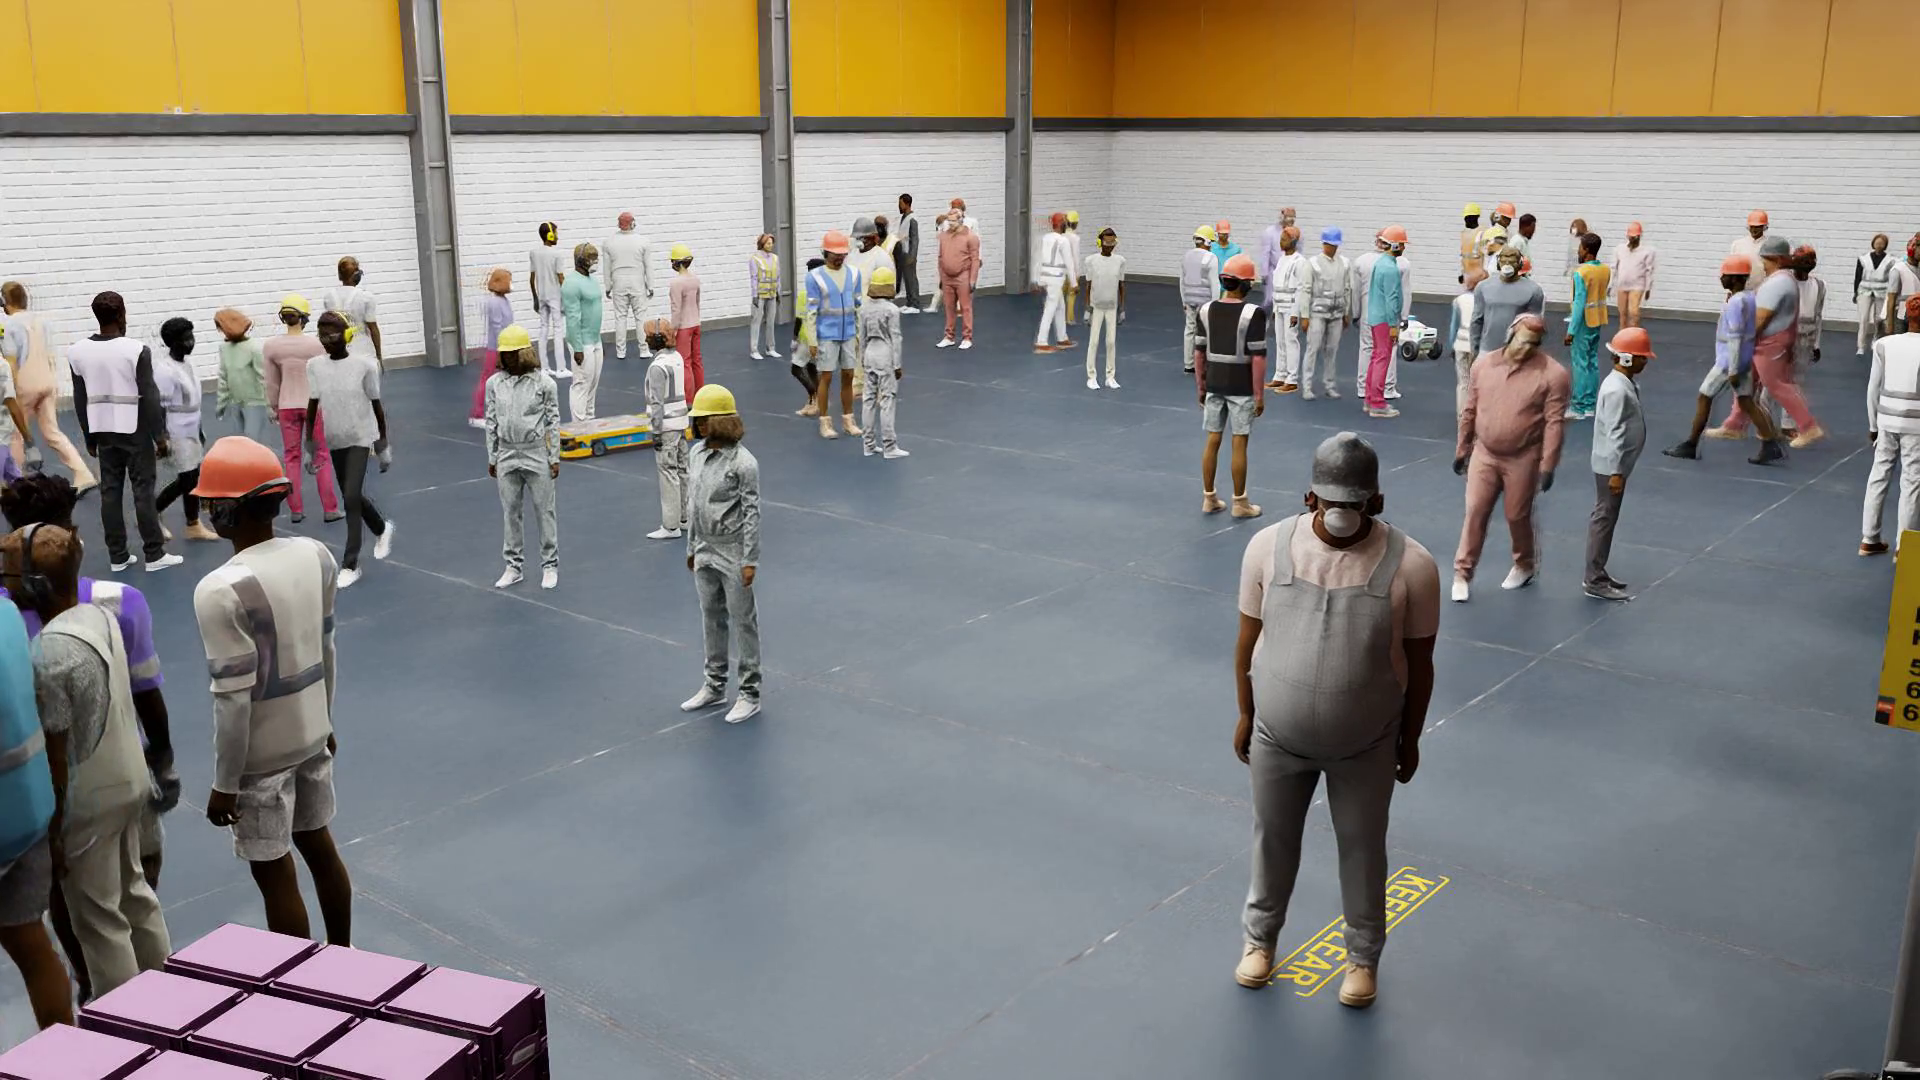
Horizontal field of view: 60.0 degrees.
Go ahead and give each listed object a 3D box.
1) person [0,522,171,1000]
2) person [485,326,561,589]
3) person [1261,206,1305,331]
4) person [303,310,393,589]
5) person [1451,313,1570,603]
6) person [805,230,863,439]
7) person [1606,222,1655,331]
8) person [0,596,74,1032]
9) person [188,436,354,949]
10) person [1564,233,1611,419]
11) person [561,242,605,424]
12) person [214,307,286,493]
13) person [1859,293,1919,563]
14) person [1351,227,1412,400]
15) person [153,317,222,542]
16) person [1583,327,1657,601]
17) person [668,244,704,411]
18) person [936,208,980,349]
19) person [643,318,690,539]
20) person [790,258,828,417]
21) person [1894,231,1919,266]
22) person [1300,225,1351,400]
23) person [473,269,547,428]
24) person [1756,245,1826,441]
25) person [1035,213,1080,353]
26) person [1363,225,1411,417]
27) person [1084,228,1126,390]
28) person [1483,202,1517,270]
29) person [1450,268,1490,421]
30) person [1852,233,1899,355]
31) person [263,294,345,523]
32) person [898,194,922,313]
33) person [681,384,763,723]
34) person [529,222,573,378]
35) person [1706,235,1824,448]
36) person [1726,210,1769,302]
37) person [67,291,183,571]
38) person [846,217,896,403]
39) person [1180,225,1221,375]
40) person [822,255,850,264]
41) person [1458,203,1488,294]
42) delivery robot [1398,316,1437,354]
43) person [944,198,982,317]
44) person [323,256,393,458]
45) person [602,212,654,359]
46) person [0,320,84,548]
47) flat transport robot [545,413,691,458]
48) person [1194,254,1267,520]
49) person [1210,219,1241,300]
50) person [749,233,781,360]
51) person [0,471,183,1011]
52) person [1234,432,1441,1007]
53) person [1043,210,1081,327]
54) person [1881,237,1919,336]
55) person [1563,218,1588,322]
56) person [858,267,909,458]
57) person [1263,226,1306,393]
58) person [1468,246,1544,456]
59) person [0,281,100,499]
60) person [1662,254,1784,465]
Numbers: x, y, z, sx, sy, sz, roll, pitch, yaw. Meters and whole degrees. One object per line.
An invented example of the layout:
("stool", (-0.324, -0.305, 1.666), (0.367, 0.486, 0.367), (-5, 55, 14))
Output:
("person", (-2.744, 0.839, 5.247), (0.345, 1.839, 0.501), (-1, 14, -6))
("person", (-2.869, -0.536, 10.920), (0.494, 1.743, 0.303), (1, 14, 4))
("person", (4.608, -3.851, 23.883), (0.653, 1.880, 0.641), (-2, 14, -7))
("person", (-4.121, -0.665, 11.285), (0.520, 1.829, 0.947), (2, 14, 9))
("person", (3.531, -0.544, 10.741), (0.717, 1.865, 0.818), (10, 17, 35))
("person", (-1.190, -1.984, 16.138), (0.610, 2.031, 0.419), (-9, 17, -32))
("person", (9.051, -3.433, 22.553), (0.566, 1.718, 0.759), (12, 18, 39))
("person", (-2.940, 0.834, 4.878), (0.564, 2.024, 0.692), (-2, 14, -7))
("person", (-2.288, 0.666, 5.505), (0.373, 2.042, 0.614), (3, 14, 12))
("person", (6.496, -2.212, 17.260), (0.587, 1.920, 0.392), (-13, 19, -42))
("person", (-3.537, -1.847, 15.771), (0.373, 1.935, 0.628), (2, 14, 7))
("person", (-5.651, -1.061, 13.275), (0.534, 1.614, 0.437), (9, 17, 32))
("person", (6.606, -0.778, 11.604), (0.355, 1.882, 0.575), (-8, 16, -28))
("person", (4.684, -2.513, 18.488), (0.654, 1.906, 0.407), (7, 16, 27))
("person", (-5.672, -0.775, 11.999), (0.437, 1.674, 0.561), (-1, 14, -3))
("person", (4.252, -0.498, 10.746), (0.330, 1.752, 0.563), (5, 15, 20))
("person", (-2.947, -2.264, 17.780), (0.311, 1.768, 0.522), (5, 15, 20))
("person", (-0.046, -3.555, 22.670), (0.642, 1.900, 0.399), (10, 17, 35))
("person", (-2.158, -0.821, 12.287), (0.313, 1.634, 0.514), (2, 14, 8))
("person", (-1.563, -2.087, 17.271), (0.428, 1.667, 0.561), (7, 16, 27))
("person", (10.829, -2.586, 18.905), (0.514, 1.843, 0.327), (9, 16, 31))
("person", (4.048, -2.508, 18.418), (0.611, 1.936, 0.406), (-5, 15, -20))
("person", (-4.547, -1.910, 16.701), (0.857, 1.592, 0.497), (1, 14, 5))
("person", (8.014, -1.884, 16.034), (0.584, 1.876, 0.337), (-1, 14, -4))
("person", (1.341, -3.445, 22.319), (0.879, 1.850, 0.574), (-7, 16, -26))
("person", (4.483, -2.296, 17.469), (0.406, 1.986, 0.620), (1, 14, 3))
("person", (1.671, -2.665, 19.202), (0.501, 1.862, 0.327), (-3, 14, -11))
("person", (7.308, -3.579, 22.593), (0.399, 1.984, 0.610), (13, 19, 43))
("person", (5.103, -1.885, 16.555), (0.384, 1.617, 0.550), (-13, 19, -43))
("person", (12.216, -3.289, 22.191), (0.521, 1.615, 0.687), (10, 17, 34))
("person", (-5.019, -0.999, 12.738), (0.522, 1.761, 0.321), (0, 14, -1))
("person", (-0.821, -4.640, 26.964), (0.371, 1.916, 0.597), (-5, 15, -18))
("person", (-1.226, 0.068, 8.503), (0.483, 1.745, 0.305), (11, 18, 38))
("person", (-4.947, -2.891, 20.086), (0.512, 1.866, 0.330), (6, 15, 24))
("person", (7.776, -1.910, 15.807), (0.991, 2.000, 0.676), (7, 16, 27))
("person", (9.838, -3.099, 20.683), (0.608, 1.986, 0.400), (10, 17, 36))
("person", (-5.708, -0.728, 11.328), (0.587, 1.920, 0.391), (1, 14, 5))
("person", (-1.059, -2.522, 18.250), (0.535, 2.000, 0.674), (-12, 19, -40))
("person", (2.930, -2.888, 20.156), (0.403, 1.823, 0.587), (-12, 18, -40))
("person", (-1.564, -3.234, 21.950), (0.612, 1.618, 0.553), (11, 18, 37))
("person", (7.359, -3.867, 23.898), (0.428, 1.914, 0.590), (-4, 15, -17))
("delivery robot", (5.885, -2.690, 21.745), (0.477, 0.478, 0.707), (-7, 16, -27))
("person", (0.036, -4.468, 26.356), (0.620, 1.875, 0.405), (1, 14, 5))
("person", (-5.538, -1.672, 15.256), (0.516, 1.842, 0.328), (2, 14, 8))
("person", (-4.306, -3.309, 21.667), (0.653, 1.906, 0.408), (-1, 14, -3))
("person", (-6.534, -0.655, 11.294), (0.603, 1.799, 0.993), (9, 17, 33))
("flat transport robot", (-3.330, -1.003, 15.772), (0.652, 0.197, 1.431), (13, 19, 43))
("person", (2.105, -1.183, 12.894), (0.609, 2.044, 0.396), (12, 18, 39))
("person", (3.562, -3.477, 22.649), (0.574, 1.749, 0.333), (-3, 14, -10))
("person", (-2.544, -3.172, 21.689), (0.320, 1.631, 0.517), (11, 18, 37))
("person", (-2.898, 0.737, 5.427), (0.619, 1.944, 0.700), (-3, 14, -11))
("person", (1.262, 0.612, 5.728), (0.681, 2.000, 0.535), (6, 15, 21))
("person", (1.573, -4.071, 25.027), (0.511, 1.758, 0.525), (-9, 17, -33))
("person", (10.236, -2.374, 18.083), (0.563, 1.837, 0.386), (-8, 16, -29))
("person", (9.686, -4.207, 25.858), (0.603, 1.606, 0.508), (-4, 15, -15))
("person", (-0.713, -1.628, 15.283), (0.487, 1.744, 0.313), (12, 18, 39))
("person", (3.720, -2.621, 18.965), (0.356, 1.884, 0.574), (-4, 15, -16))
("person", (4.972, -1.715, 15.233), (0.627, 1.940, 0.372), (6, 15, 22))
("person", (-7.507, -1.198, 13.503), (0.943, 1.789, 0.575), (3, 14, 13))
("person", (6.990, -1.618, 14.961), (0.992, 1.896, 0.546), (13, 19, 41))
